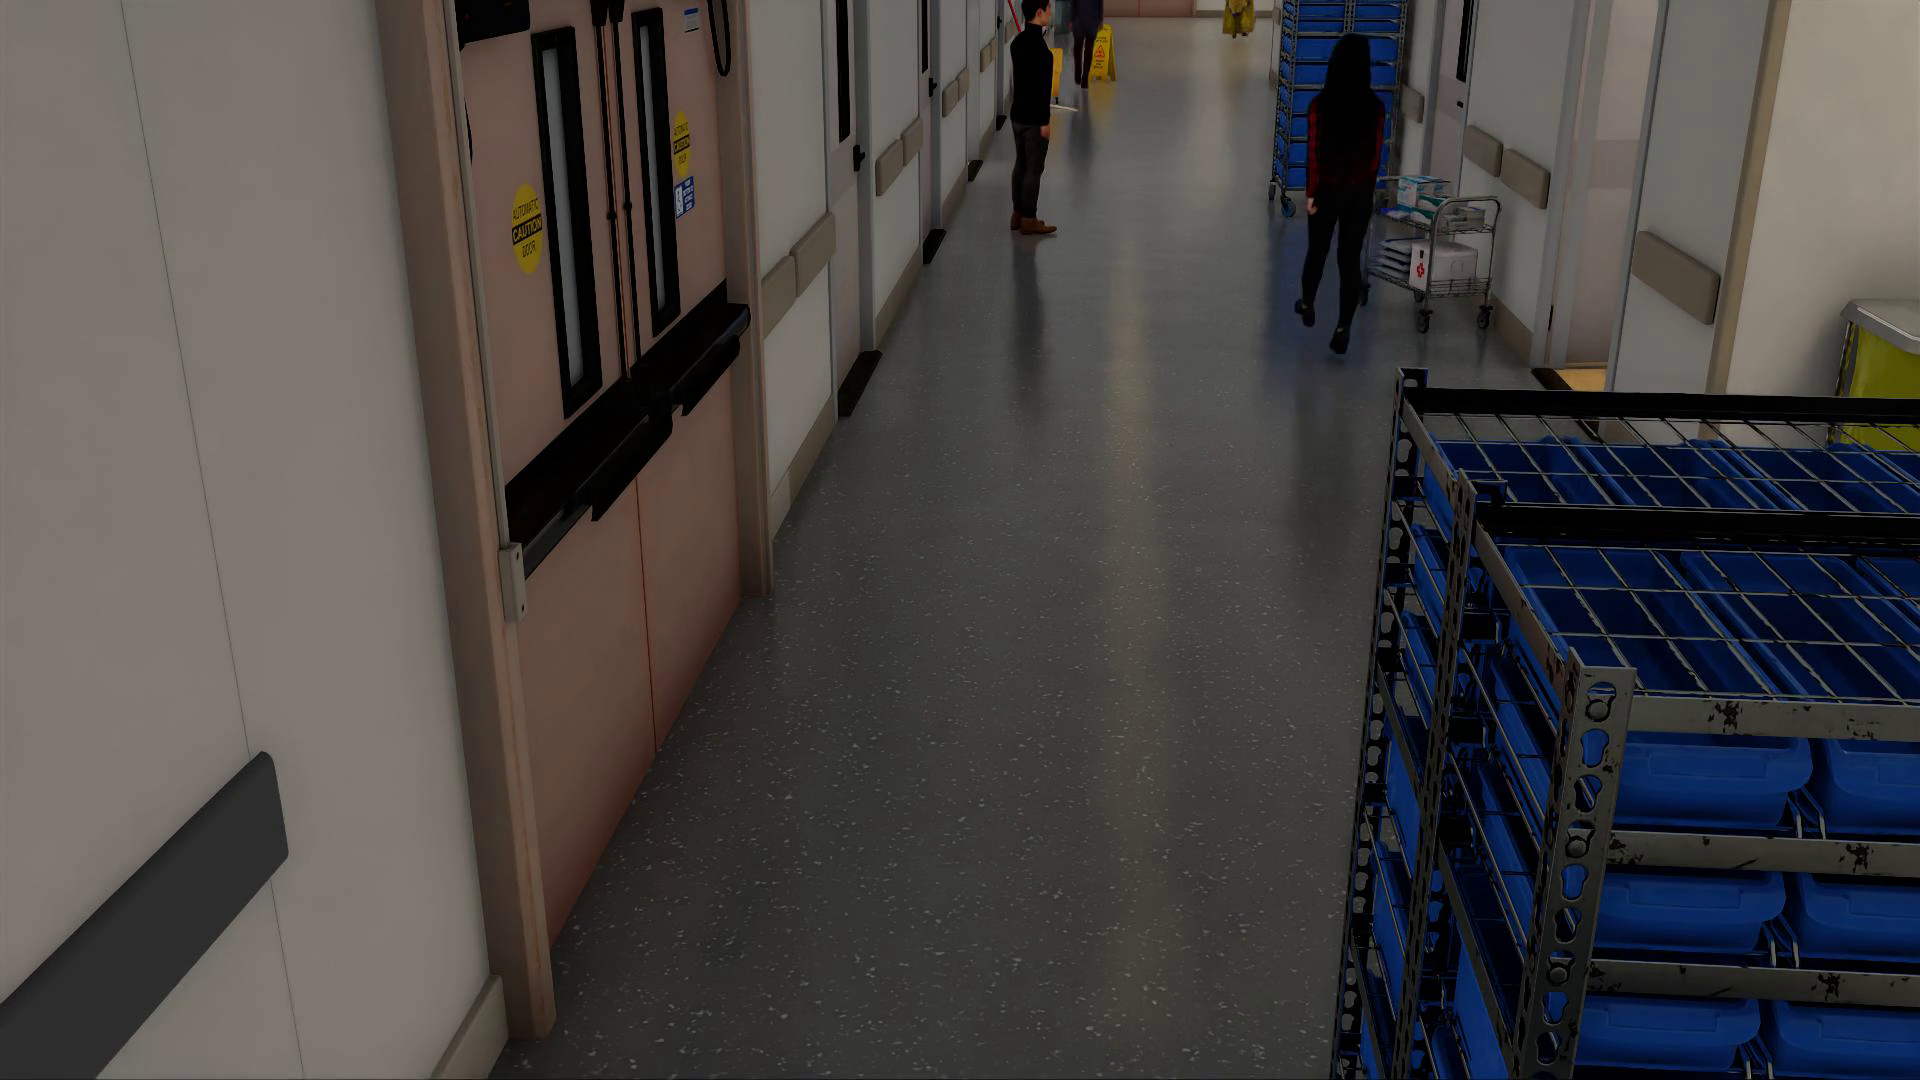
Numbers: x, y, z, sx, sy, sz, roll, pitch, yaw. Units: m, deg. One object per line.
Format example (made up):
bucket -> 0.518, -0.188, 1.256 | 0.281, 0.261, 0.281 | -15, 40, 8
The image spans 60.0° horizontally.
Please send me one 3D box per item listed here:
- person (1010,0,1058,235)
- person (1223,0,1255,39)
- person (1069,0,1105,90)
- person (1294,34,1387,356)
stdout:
person -> 0.517, -3.120, 12.143 | 0.775, 1.723, 0.628 | -7, 22, -18
person -> 5.176, -10.156, 30.832 | 0.752, 1.645, 0.961 | 2, 21, 6
person -> 1.652, -6.870, 22.078 | 0.668, 1.699, 0.690 | -2, 21, -6
person -> 2.038, -1.764, 8.714 | 0.737, 1.617, 1.086 | -3, 21, -7
